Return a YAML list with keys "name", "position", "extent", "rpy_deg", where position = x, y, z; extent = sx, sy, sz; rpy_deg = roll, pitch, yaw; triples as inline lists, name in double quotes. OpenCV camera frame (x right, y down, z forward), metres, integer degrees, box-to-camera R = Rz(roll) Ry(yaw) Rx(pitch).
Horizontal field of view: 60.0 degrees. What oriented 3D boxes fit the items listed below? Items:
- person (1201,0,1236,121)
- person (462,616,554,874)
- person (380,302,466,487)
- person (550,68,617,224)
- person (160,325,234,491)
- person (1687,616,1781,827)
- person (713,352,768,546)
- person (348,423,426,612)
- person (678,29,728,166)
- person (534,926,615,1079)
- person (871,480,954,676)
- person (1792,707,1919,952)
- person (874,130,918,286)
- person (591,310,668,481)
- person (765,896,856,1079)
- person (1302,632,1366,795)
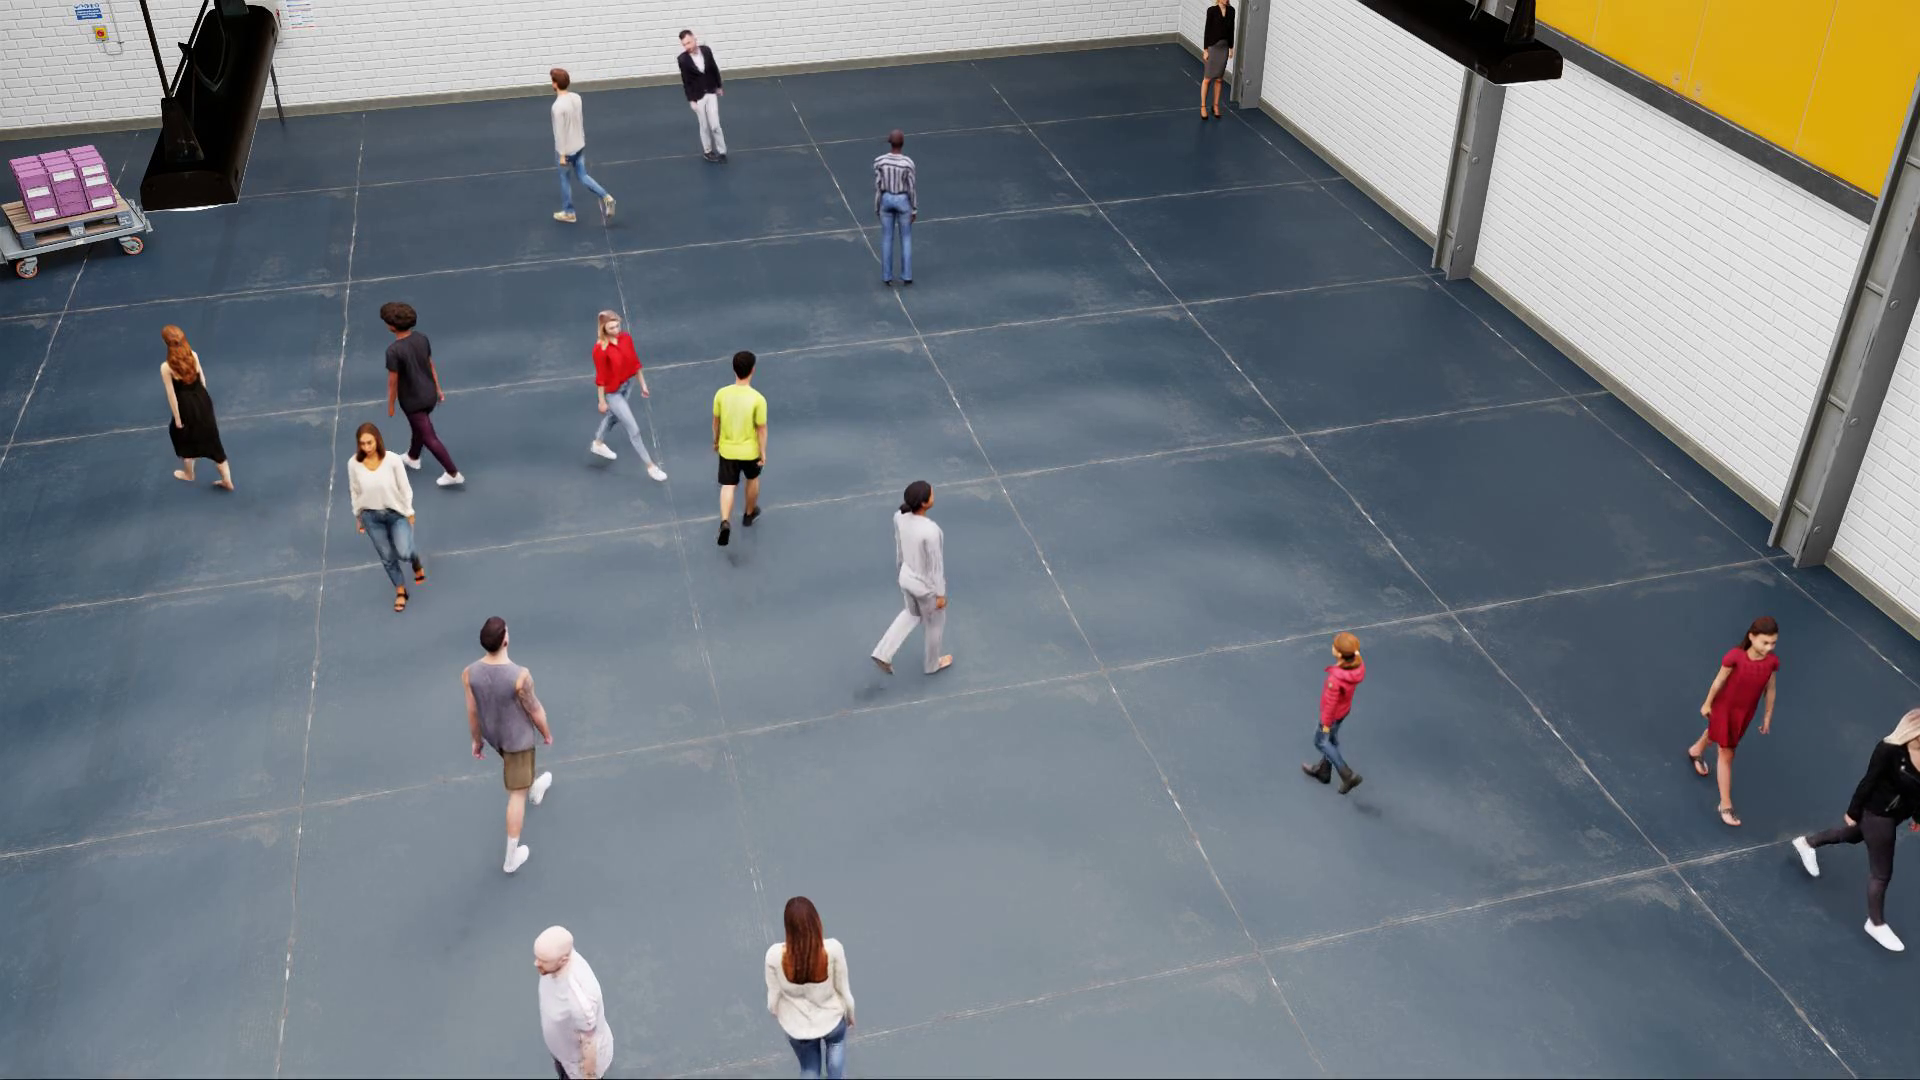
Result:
- name: "person"
  position: [3.538, -6.722, 22.959]
  extent: [0.604, 1.842, 0.546]
  rpy_deg: [-11, 35, -15]
- name: "person"
  position: [-2.985, 1.352, 10.930]
  extent: [1.002, 1.800, 1.295]
  rpy_deg: [6, 34, 9]
- name: "person"
  position: [-4.788, -1.268, 14.841]
  extent: [1.126, 1.744, 1.130]
  rpy_deg: [13, 36, 19]
- name: "person"
  position: [-4.566, -4.656, 19.812]
  extent: [1.109, 1.885, 1.111]
  rpy_deg: [12, 36, 18]
- name: "person"
  position: [-6.752, -1.130, 14.762]
  extent: [0.954, 1.601, 0.886]
  rpy_deg: [18, 38, 25]
- name: "person"
  position: [5.317, 1.115, 11.472]
  extent: [0.710, 1.507, 1.104]
  rpy_deg: [-1, 34, -2]
- name: "person"
  position: [-1.882, -0.748, 14.117]
  extent: [0.908, 1.679, 1.105]
  rpy_deg: [2, 34, 2]
- name: "person"
  position: [-4.589, -0.236, 13.355]
  extent: [0.704, 1.671, 0.756]
  rpy_deg: [-1, 34, -1]
- name: "person"
  position: [-3.321, -5.750, 21.547]
  extent: [0.795, 1.785, 0.808]
  rpy_deg: [-23, 40, -30]
- name: "person"
  position: [-1.925, 2.686, 8.825]
  extent: [0.842, 1.819, 0.823]
  rpy_deg: [-16, 37, -23]
- name: "person"
  position: [-0.350, 0.339, 12.447]
  extent: [0.906, 1.718, 0.957]
  rpy_deg: [-23, 40, -31]
- name: "person"
  position: [5.748, 1.676, 10.503]
  extent: [0.651, 1.644, 1.192]
  rpy_deg: [-10, 35, -15]
- name: "person"
  position: [-0.708, -3.658, 18.392]
  extent: [0.689, 1.794, 0.658]
  rpy_deg: [4, 34, 6]
- name: "person"
  position: [-3.147, -1.335, 15.025]
  extent: [1.194, 1.652, 1.134]
  rpy_deg: [16, 37, 22]
- name: "person"
  position: [-0.794, 2.651, 9.006]
  extent: [0.681, 1.677, 0.662]
  rpy_deg: [-1, 34, -2]
- name: "person"
  position: [2.650, 1.211, 11.507]
  extent: [0.810, 1.306, 0.710]
  rpy_deg: [27, 42, 34]
